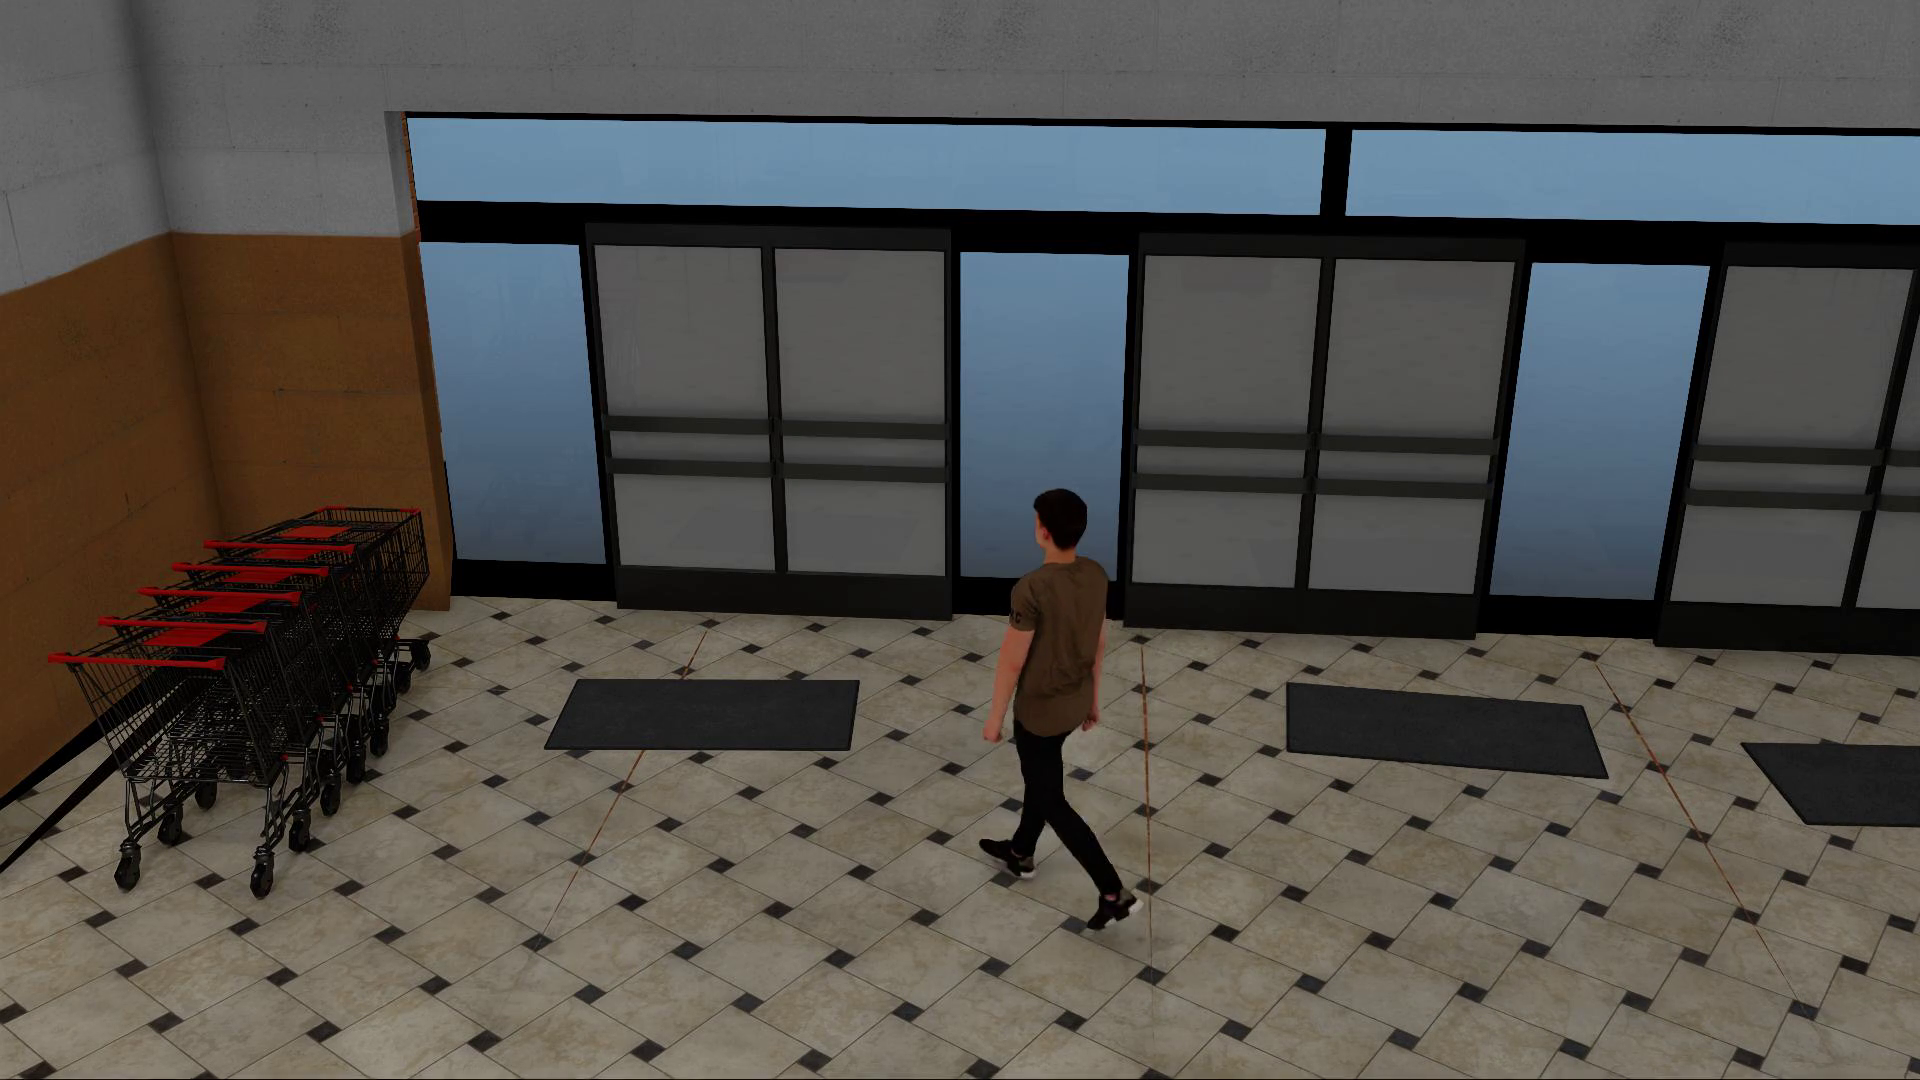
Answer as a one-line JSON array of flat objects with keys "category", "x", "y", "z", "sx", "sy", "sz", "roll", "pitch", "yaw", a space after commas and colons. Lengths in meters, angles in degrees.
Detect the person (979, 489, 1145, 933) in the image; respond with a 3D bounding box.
[{"category": "person", "x": 0.430, "y": 0.716, "z": 6.688, "sx": 1.205, "sy": 1.823, "sz": 1.225, "roll": 19, "pitch": 28, "yaw": 38}]
